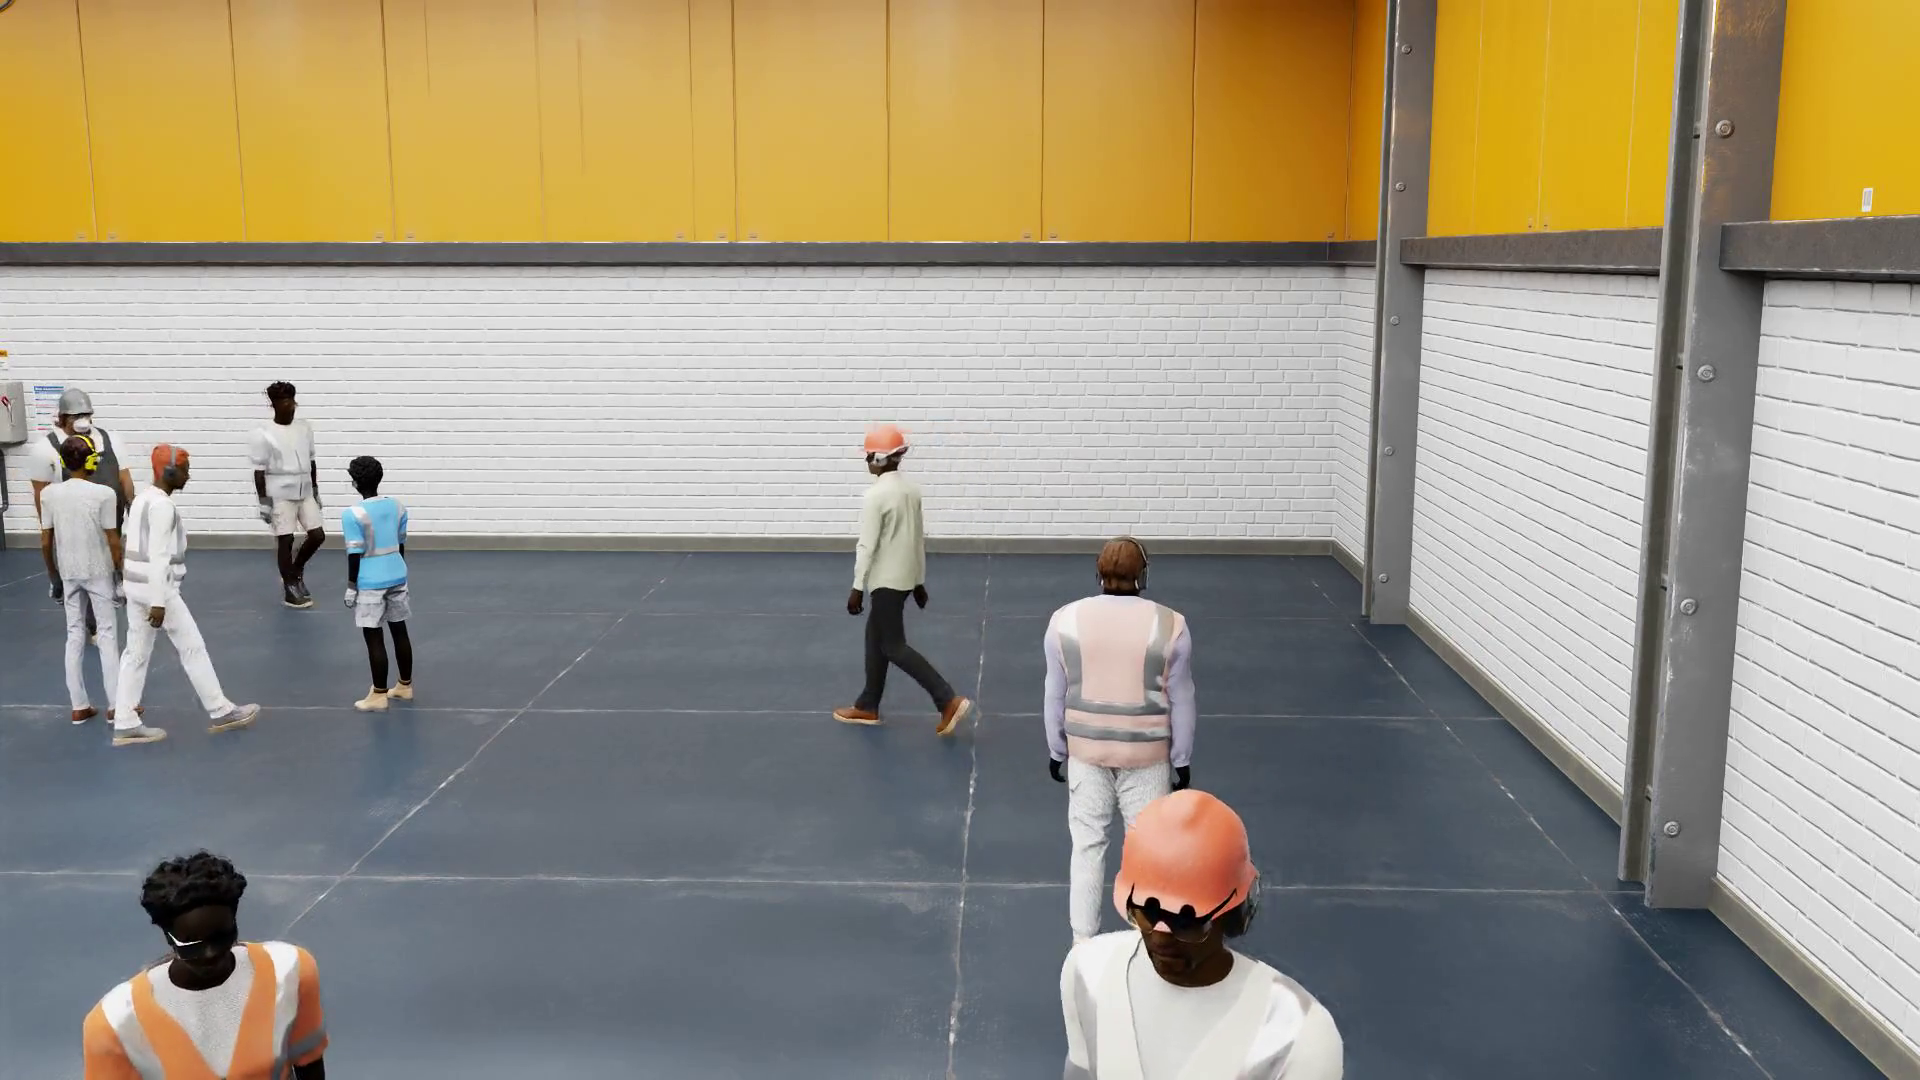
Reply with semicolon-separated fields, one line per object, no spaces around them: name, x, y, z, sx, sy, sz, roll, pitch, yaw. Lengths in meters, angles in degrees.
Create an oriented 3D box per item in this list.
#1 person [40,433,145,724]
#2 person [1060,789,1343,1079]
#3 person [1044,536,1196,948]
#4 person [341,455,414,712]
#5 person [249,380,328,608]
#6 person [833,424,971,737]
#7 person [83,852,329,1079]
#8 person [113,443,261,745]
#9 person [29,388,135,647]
person;-5.594;0.252;10.665;0.513;1.872;0.331;0;10;2
person;0.431;1.451;3.253;0.630;2.008;0.866;6;12;33
person;0.673;0.894;6.995;0.634;1.839;0.429;3;10;15
person;-3.845;0.287;10.971;0.322;1.693;0.535;4;11;25
person;-5.692;-0.385;14.152;0.411;1.948;0.648;6;11;32
person;-0.368;0.256;10.396;0.932;1.966;0.607;4;10;22
person;-1.764;1.500;3.946;0.553;1.664;0.472;-6;12;-33
person;-4.873;0.328;10.333;0.930;1.828;0.623;-9;13;-42
person;-6.826;-0.231;12.992;1.031;2.000;0.683;7;12;37
